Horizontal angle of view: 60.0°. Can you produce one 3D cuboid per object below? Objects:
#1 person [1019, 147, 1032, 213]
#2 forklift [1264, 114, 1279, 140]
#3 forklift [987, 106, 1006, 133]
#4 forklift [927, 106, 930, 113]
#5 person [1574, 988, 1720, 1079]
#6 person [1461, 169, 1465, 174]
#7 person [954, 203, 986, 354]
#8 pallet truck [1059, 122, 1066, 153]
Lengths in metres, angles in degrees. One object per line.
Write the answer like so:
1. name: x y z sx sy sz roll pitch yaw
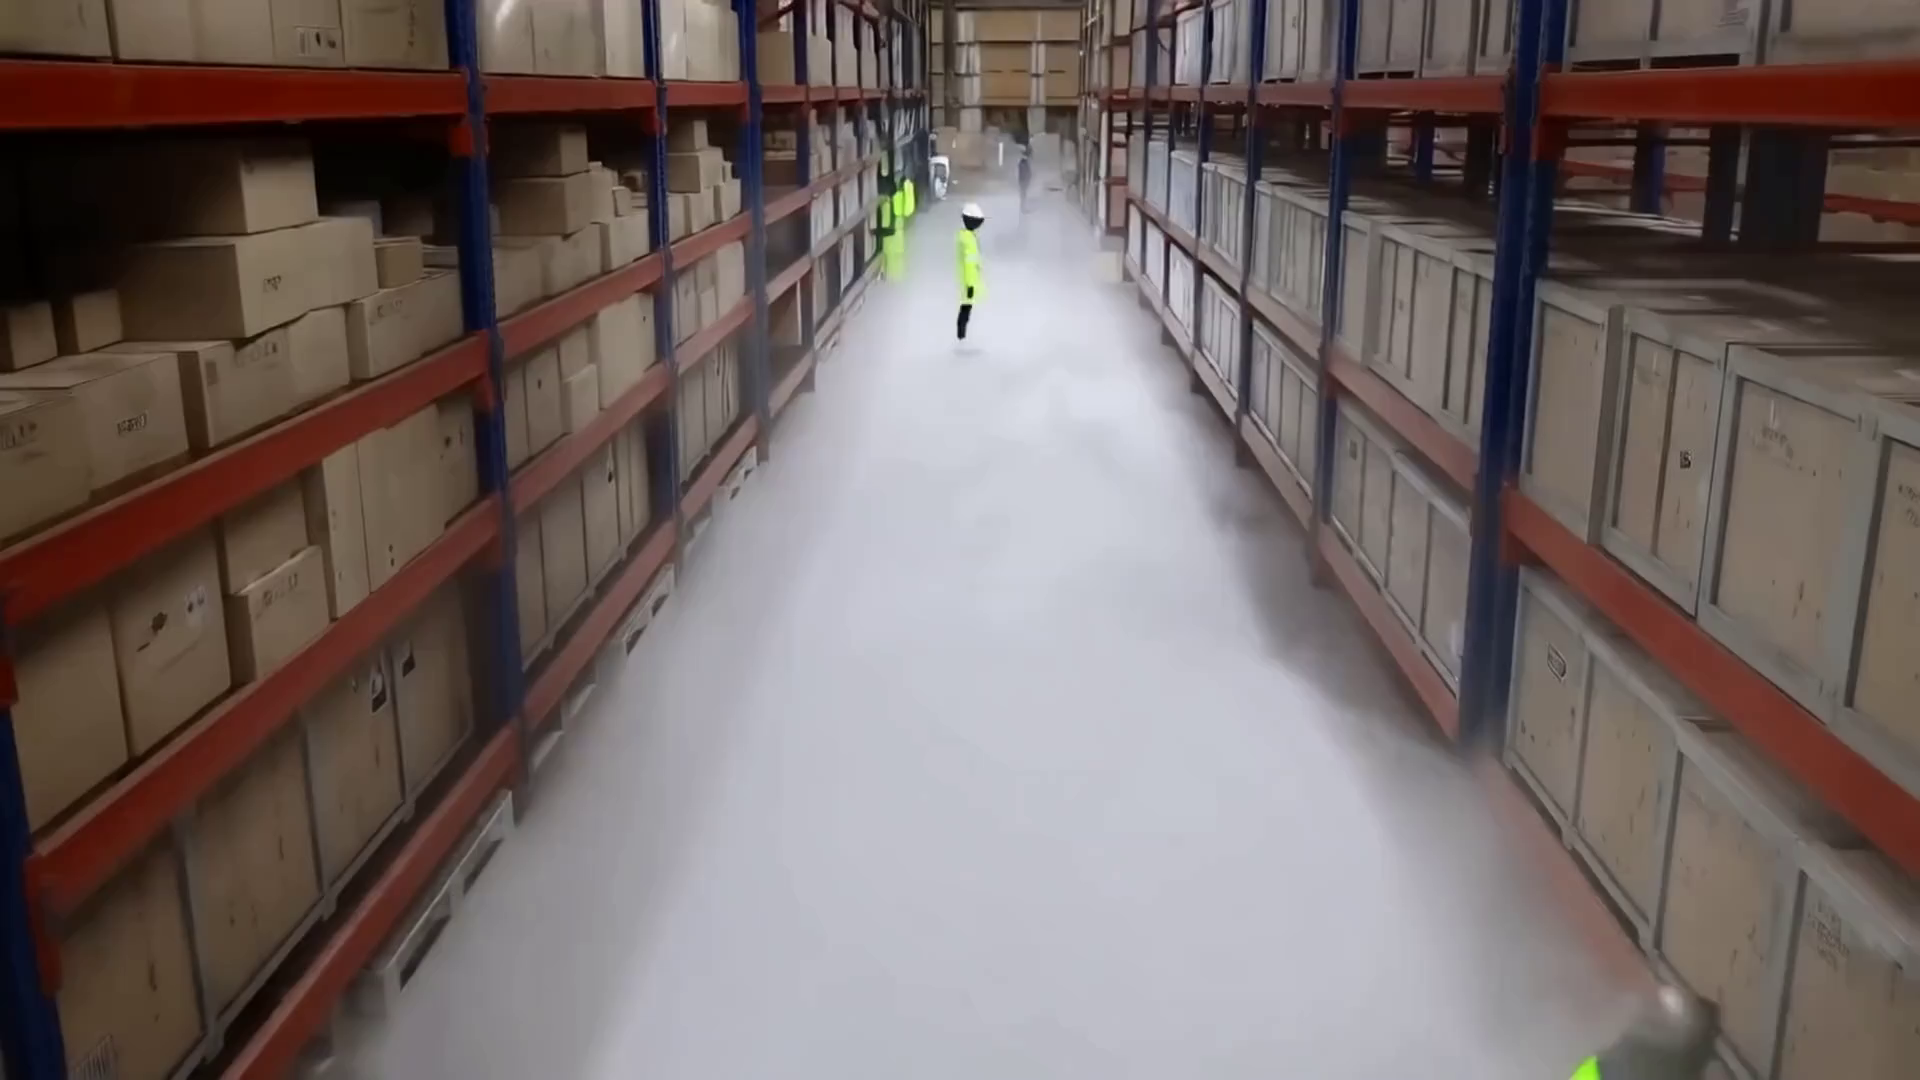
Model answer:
1. person: 1.939 -10.672 49.348 0.403 1.906 0.651 0 15 1
2. forklift: 11.031 -14.038 60.023 1.129 2.768 1.873 0 15 2
3. forklift: 1.837 -20.536 84.199 1.129 2.768 1.873 -7 17 -24
4. forklift: -2.001 -20.667 84.687 1.129 2.768 1.873 0 15 2
5. person: 1.434 1.739 3.701 0.351 1.624 0.522 1 15 4
6. person: 10.631 -6.922 35.375 0.373 1.914 0.596 0 15 1
7. person: 0.138 -3.548 22.638 0.439 2.029 0.637 -1 15 -5
8. pallet truck: 5.788 -21.111 88.014 1.885 1.965 0.823 5 16 18
